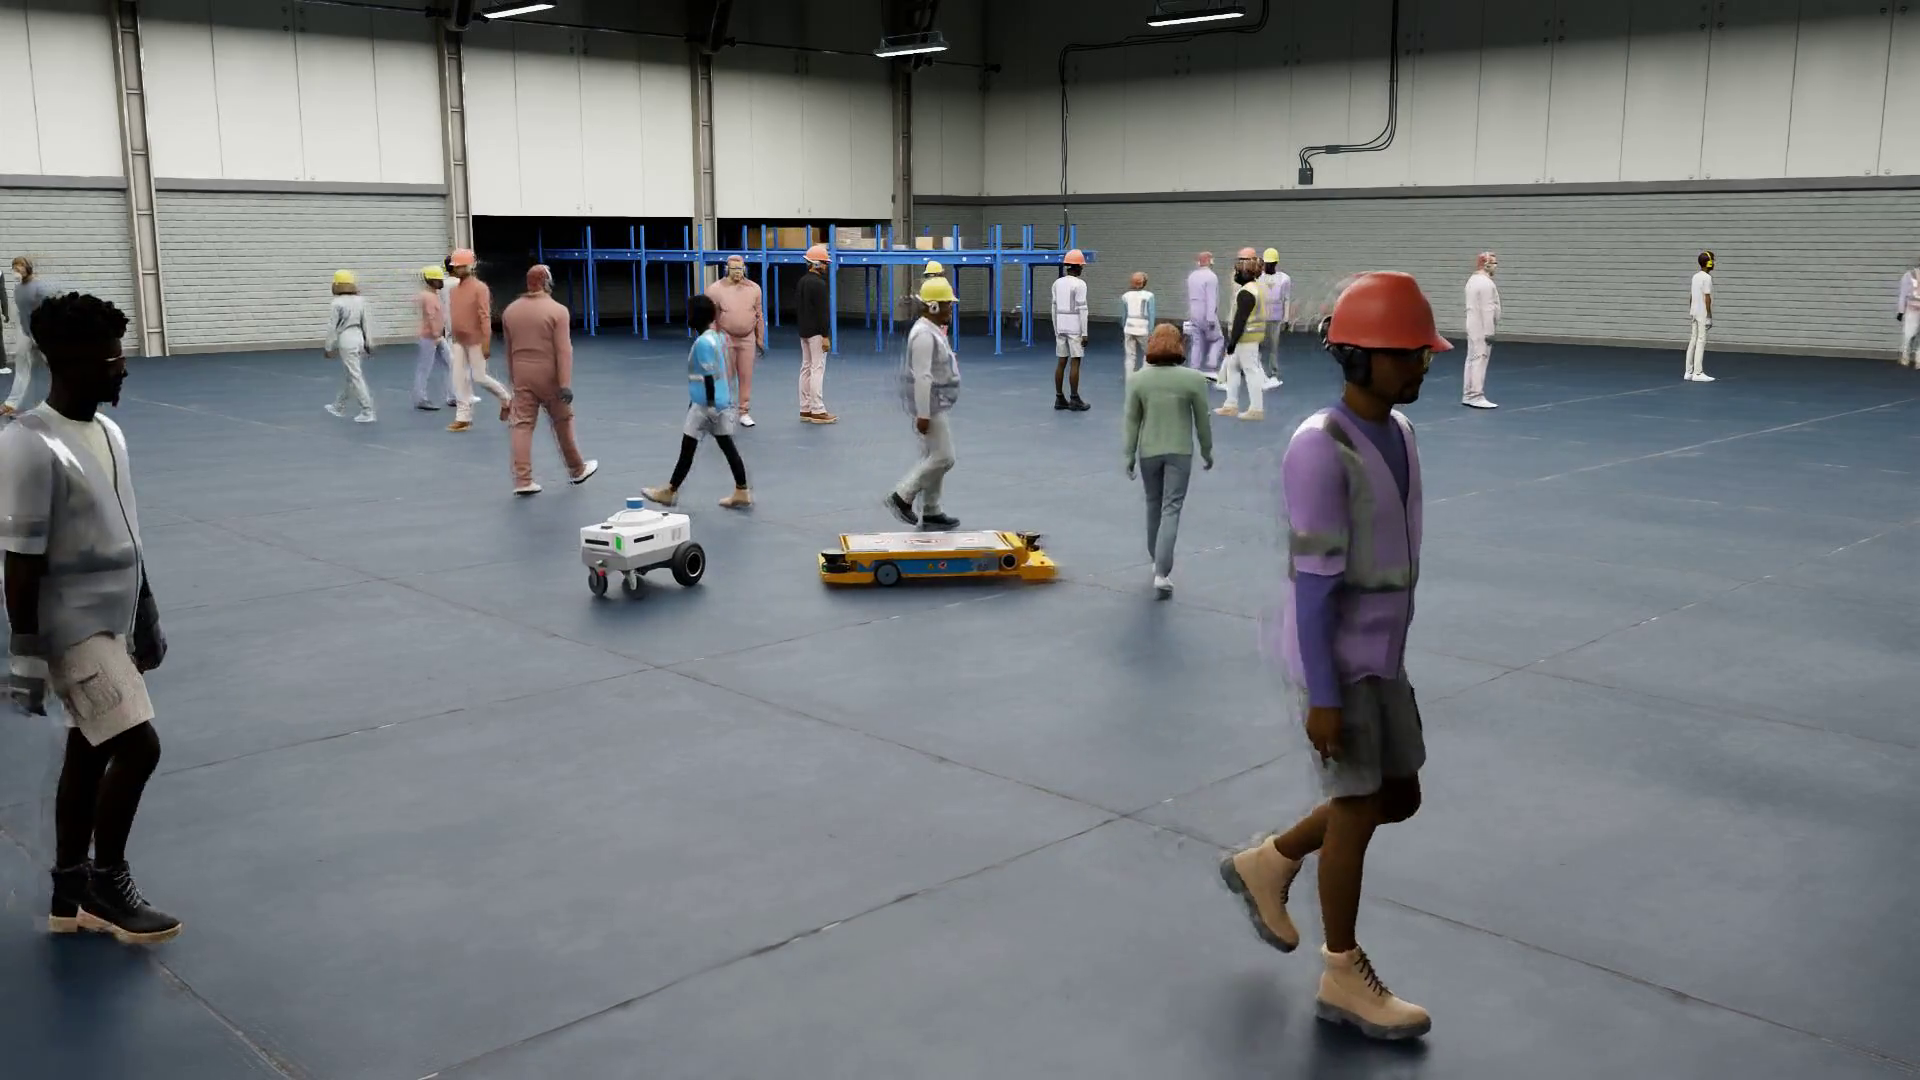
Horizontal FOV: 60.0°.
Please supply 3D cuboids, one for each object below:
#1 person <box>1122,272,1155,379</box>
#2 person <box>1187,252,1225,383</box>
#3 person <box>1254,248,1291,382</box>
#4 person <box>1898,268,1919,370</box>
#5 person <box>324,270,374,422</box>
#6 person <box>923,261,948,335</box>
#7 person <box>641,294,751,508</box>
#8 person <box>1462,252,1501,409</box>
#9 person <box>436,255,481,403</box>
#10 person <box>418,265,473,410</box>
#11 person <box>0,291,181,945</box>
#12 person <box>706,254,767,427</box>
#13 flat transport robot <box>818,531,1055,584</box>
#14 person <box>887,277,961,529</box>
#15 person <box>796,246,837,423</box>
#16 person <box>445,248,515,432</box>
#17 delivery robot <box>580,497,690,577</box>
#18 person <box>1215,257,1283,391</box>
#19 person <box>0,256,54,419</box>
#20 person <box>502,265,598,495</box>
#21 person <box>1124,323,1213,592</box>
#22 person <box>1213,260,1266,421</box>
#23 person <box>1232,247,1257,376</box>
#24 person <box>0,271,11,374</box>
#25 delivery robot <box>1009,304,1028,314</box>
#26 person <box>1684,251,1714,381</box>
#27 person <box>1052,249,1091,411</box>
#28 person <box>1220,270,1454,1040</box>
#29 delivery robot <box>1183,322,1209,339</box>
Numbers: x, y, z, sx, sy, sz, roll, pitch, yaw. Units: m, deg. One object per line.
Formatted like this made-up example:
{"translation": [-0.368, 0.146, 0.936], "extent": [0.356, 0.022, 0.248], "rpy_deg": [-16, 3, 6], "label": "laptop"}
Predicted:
{"translation": [2.397, -2.735, 22.057], "extent": [0.546, 1.618, 0.526], "rpy_deg": [8, 13, 37], "label": "person"}
{"translation": [3.577, -3.192, 23.885], "extent": [0.622, 1.872, 0.684], "rpy_deg": [-4, 11, -23], "label": "person"}
{"translation": [4.365, -3.144, 23.489], "extent": [0.590, 1.923, 0.383], "rpy_deg": [1, 10, 3], "label": "person"}
{"translation": [15.189, -3.607, 26.273], "extent": [0.656, 1.829, 0.438], "rpy_deg": [2, 11, 10], "label": "person"}
{"translation": [-7.050, -2.214, 18.992], "extent": [0.866, 1.697, 0.512], "rpy_deg": [5, 11, 23], "label": "person"}
{"translation": [-0.330, -2.826, 22.188], "extent": [0.327, 1.767, 0.533], "rpy_deg": [-3, 11, -17], "label": "person"}
{"translation": [-2.037, -1.063, 12.873], "extent": [0.869, 1.655, 0.545], "rpy_deg": [0, 10, 1], "label": "person"}
{"translation": [6.455, -2.589, 20.514], "extent": [0.403, 1.906, 0.651], "rpy_deg": [0, 10, -1], "label": "person"}
{"translation": [-6.380, -2.677, 21.090], "extent": [0.514, 1.872, 0.328], "rpy_deg": [2, 11, 11], "label": "person"}
{"translation": [-6.287, -2.445, 20.181], "extent": [0.750, 1.739, 0.526], "rpy_deg": [0, 10, 1], "label": "person"}
{"translation": [-2.532, 0.246, 4.932], "extent": [0.602, 1.943, 0.638], "rpy_deg": [-1, 10, -6], "label": "person"}
{"translation": [-2.487, -2.228, 18.587], "extent": [0.676, 1.913, 0.420], "rpy_deg": [-4, 11, -21], "label": "person"}
{"translation": [-0.164, 0.098, 10.438], "extent": [1.431, 0.197, 0.652], "rpy_deg": [-1, 10, -7], "label": "flat transport robot"}
{"translation": [-0.221, -0.970, 11.938], "extent": [0.458, 1.819, 0.599], "rpy_deg": [0, 10, 1], "label": "person"}
{"translation": [-1.640, -2.342, 18.930], "extent": [0.390, 1.990, 0.623], "rpy_deg": [-6, 12, -31], "label": "person"}
{"translation": [-5.286, -2.189, 18.169], "extent": [0.622, 1.974, 0.769], "rpy_deg": [7, 13, 34], "label": "person"}
{"translation": [-1.950, -0.012, 10.009], "extent": [0.477, 0.478, 0.707], "rpy_deg": [6, 12, 29], "label": "delivery robot"}
{"translation": [3.931, -2.920, 22.570], "extent": [0.944, 1.809, 0.523], "rpy_deg": [2, 11, 13], "label": "person"}
{"translation": [-10.771, -2.359, 19.361], "extent": [0.634, 1.876, 1.053], "rpy_deg": [5, 11, 24], "label": "person"}
{"translation": [-3.420, -1.338, 13.801], "extent": [0.673, 1.855, 0.960], "rpy_deg": [3, 11, 18], "label": "person"}
{"translation": [1.240, -0.507, 10.032], "extent": [0.510, 1.591, 0.865], "rpy_deg": [4, 11, 20], "label": "person"}
{"translation": [3.180, -2.292, 19.109], "extent": [0.753, 1.817, 0.645], "rpy_deg": [3, 11, 18], "label": "person"}
{"translation": [4.281, -3.413, 24.938], "extent": [0.387, 1.926, 0.579], "rpy_deg": [-1, 10, -6], "label": "person"}
{"translation": [-14.915, -3.505, 25.478], "extent": [0.596, 1.916, 0.373], "rpy_deg": [-4, 11, -19], "label": "person"}
{"translation": [1.330, -5.318, 38.234], "extent": [0.335, 0.223, 0.698], "rpy_deg": [4, 11, 22], "label": "delivery robot"}
{"translation": [10.859, -3.271, 24.316], "extent": [0.324, 1.876, 0.526], "rpy_deg": [-1, 10, -3], "label": "person"}
{"translation": [1.371, -2.559, 20.266], "extent": [0.375, 1.935, 0.551], "rpy_deg": [-9, 14, -40], "label": "person"}
{"translation": [1.002, 0.297, 4.457], "extent": [0.597, 2.023, 0.613], "rpy_deg": [9, 13, 39], "label": "person"}
{"translation": [4.713, -4.208, 32.890], "extent": [0.477, 0.478, 0.707], "rpy_deg": [-4, 11, -21], "label": "delivery robot"}
